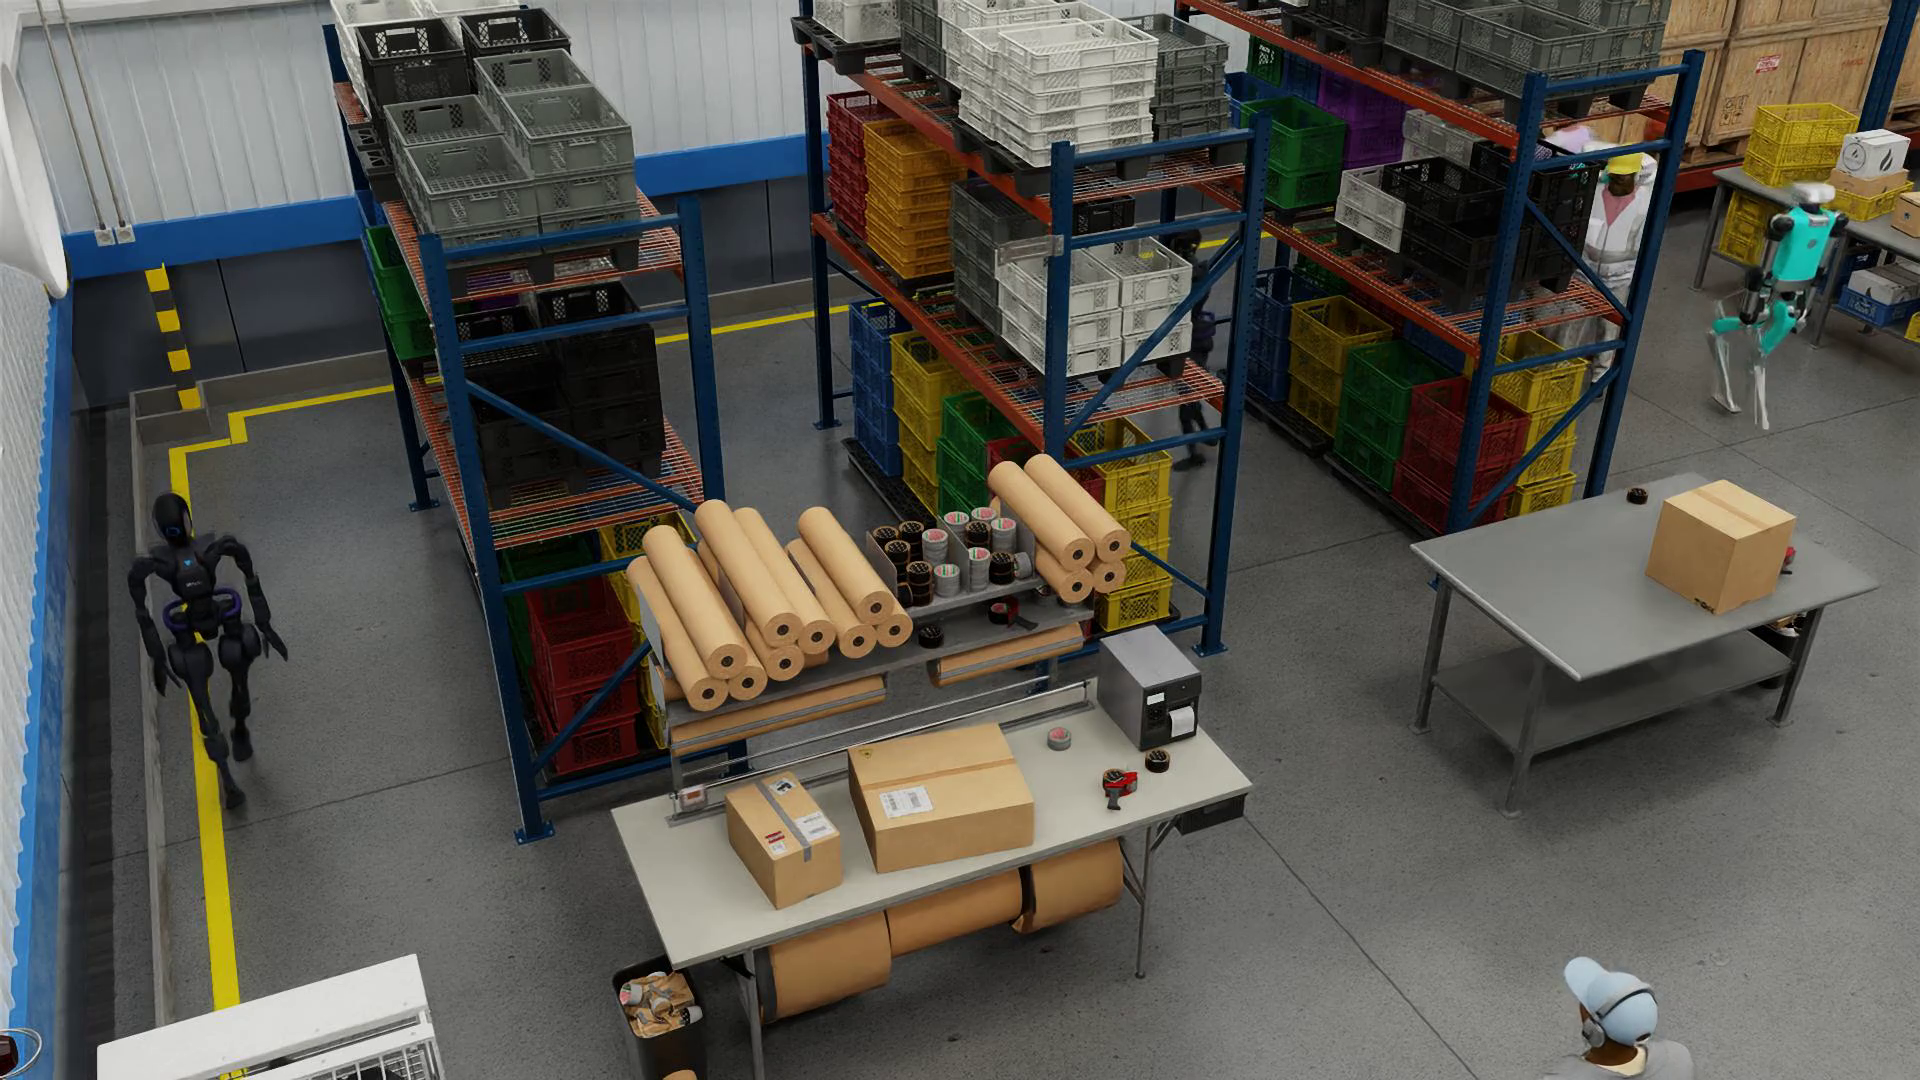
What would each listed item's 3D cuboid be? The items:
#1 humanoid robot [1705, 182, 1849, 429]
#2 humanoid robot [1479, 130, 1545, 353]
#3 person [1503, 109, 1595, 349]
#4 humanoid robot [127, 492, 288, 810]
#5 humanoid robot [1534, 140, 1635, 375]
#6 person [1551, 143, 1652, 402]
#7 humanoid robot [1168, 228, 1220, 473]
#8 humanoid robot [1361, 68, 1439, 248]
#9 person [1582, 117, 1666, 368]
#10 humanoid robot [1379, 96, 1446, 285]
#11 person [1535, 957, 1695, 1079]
[{"bbox_3d":[5.383,-1.592,11.171,0.542,1.792,0.836,-6,32,-10],"label":"humanoid robot"},{"bbox_3d":[4.028,-2.201,12.188,0.315,1.657,0.599,5,32,9],"label":"humanoid robot"},{"bbox_3d":[4.279,-2.350,12.139,0.724,2.012,0.498,-23,38,-32],"label":"person"},{"bbox_3d":[-3.526,0.485,7.875,0.596,1.632,0.761,-17,35,-25],"label":"humanoid robot"},{"bbox_3d":[4.433,-2.009,11.842,0.538,1.814,0.670,16,35,24],"label":"humanoid robot"},{"bbox_3d":[4.425,-1.844,11.474,0.589,1.832,0.404,16,35,24],"label":"person"},{"bbox_3d":[1.502,-1.234,10.638,0.426,1.644,0.609,6,32,10],"label":"humanoid robot"},{"bbox_3d":[3.687,-2.932,13.336,0.543,1.726,1.040,-18,36,-27],"label":"humanoid robot"},{"bbox_3d":[4.809,-2.158,11.951,0.431,1.874,0.598,-7,32,-11],"label":"person"},{"bbox_3d":[3.429,-2.651,12.746,0.533,1.677,0.735,6,32,10],"label":"humanoid robot"},{"bbox_3d":[1.893,2.019,5.182,0.589,1.852,0.365,-12,33,-18],"label":"person"}]
